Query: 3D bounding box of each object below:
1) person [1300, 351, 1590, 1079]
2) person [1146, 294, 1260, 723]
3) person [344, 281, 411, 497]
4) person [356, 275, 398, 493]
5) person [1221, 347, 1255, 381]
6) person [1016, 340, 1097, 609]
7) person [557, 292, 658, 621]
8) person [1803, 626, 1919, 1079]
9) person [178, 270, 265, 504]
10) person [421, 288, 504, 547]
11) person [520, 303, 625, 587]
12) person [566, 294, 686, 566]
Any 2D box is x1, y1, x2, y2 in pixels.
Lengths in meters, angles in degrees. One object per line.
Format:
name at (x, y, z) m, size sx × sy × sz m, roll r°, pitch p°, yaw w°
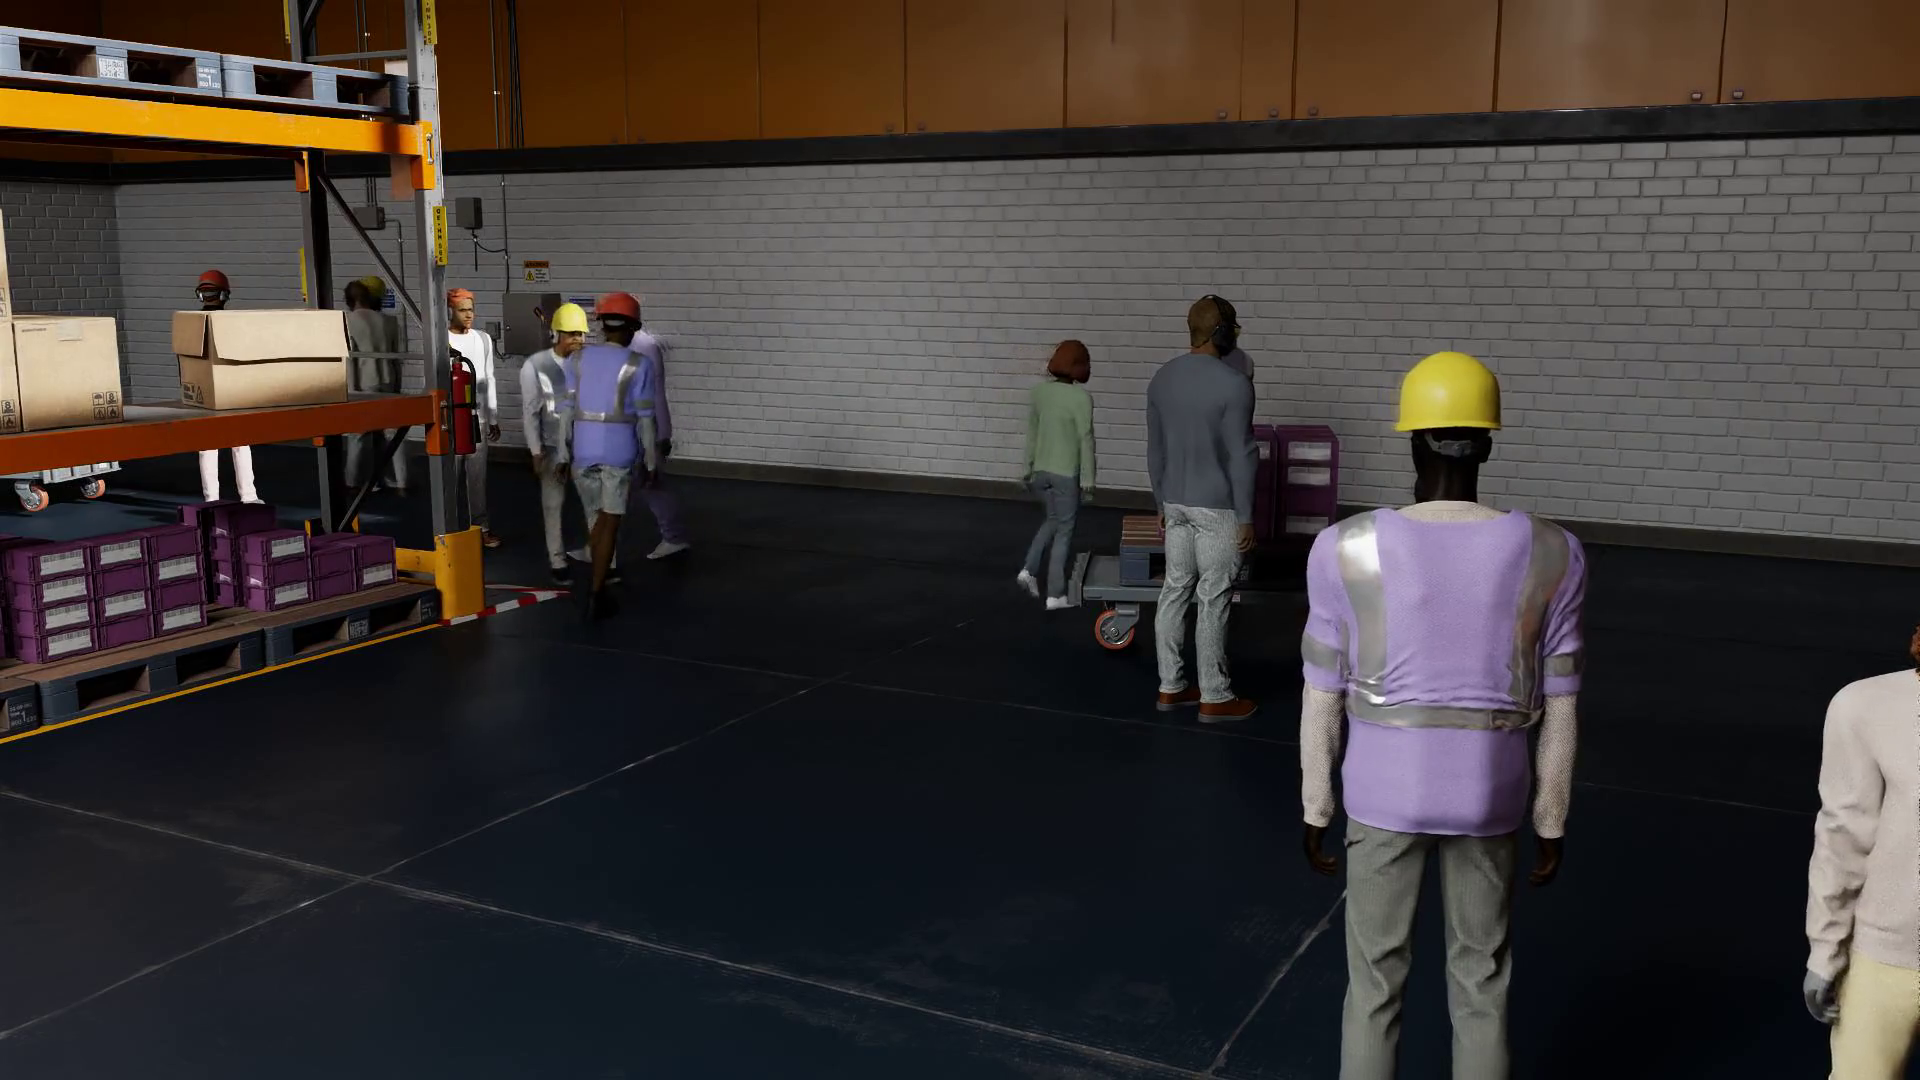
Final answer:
person at (1.033, 0.553, 3.640) m, size 0.588 × 1.919 × 0.401 m, roll 1°, pitch 10°, yaw 7°
person at (1.116, -0.141, 7.583) m, size 0.364 × 1.939 × 0.636 m, roll -7°, pitch 12°, yaw -36°
person at (-5.178, -1.313, 14.598) m, size 0.851 × 1.886 × 0.649 m, roll 7°, pitch 12°, yaw 35°
person at (-5.226, -1.393, 14.876) m, size 0.381 × 1.923 × 0.591 m, roll 4°, pitch 11°, yaw 23°
person at (1.616, -0.628, 10.706) m, size 0.592 × 1.834 × 0.404 m, roll -7°, pitch 12°, yaw -37°
person at (0.584, -0.384, 9.920) m, size 0.376 × 1.614 × 0.551 m, roll -8°, pitch 13°, yaw -40°
person at (-2.025, -0.485, 9.707) m, size 0.577 × 1.889 × 0.600 m, roll 3°, pitch 10°, yaw 19°
person at (1.828, 0.798, 3.070) m, size 0.499 × 1.629 × 0.282 m, roll 4°, pitch 10°, yaw 20°
person at (-6.038, -1.204, 13.604) m, size 0.608 × 1.987 × 0.388 m, roll -1°, pitch 10°, yaw -6°
person at (-3.558, -0.853, 11.898) m, size 0.348 × 1.879 × 0.576 m, roll 7°, pitch 12°, yaw 35°
person at (-2.433, -0.576, 10.489) m, size 0.611 × 1.801 × 0.719 m, roll -6°, pitch 12°, yaw -33°
person at (-2.282, -0.737, 11.312) m, size 0.978 × 1.841 × 0.657 m, roll -7°, pitch 12°, yaw -37°
